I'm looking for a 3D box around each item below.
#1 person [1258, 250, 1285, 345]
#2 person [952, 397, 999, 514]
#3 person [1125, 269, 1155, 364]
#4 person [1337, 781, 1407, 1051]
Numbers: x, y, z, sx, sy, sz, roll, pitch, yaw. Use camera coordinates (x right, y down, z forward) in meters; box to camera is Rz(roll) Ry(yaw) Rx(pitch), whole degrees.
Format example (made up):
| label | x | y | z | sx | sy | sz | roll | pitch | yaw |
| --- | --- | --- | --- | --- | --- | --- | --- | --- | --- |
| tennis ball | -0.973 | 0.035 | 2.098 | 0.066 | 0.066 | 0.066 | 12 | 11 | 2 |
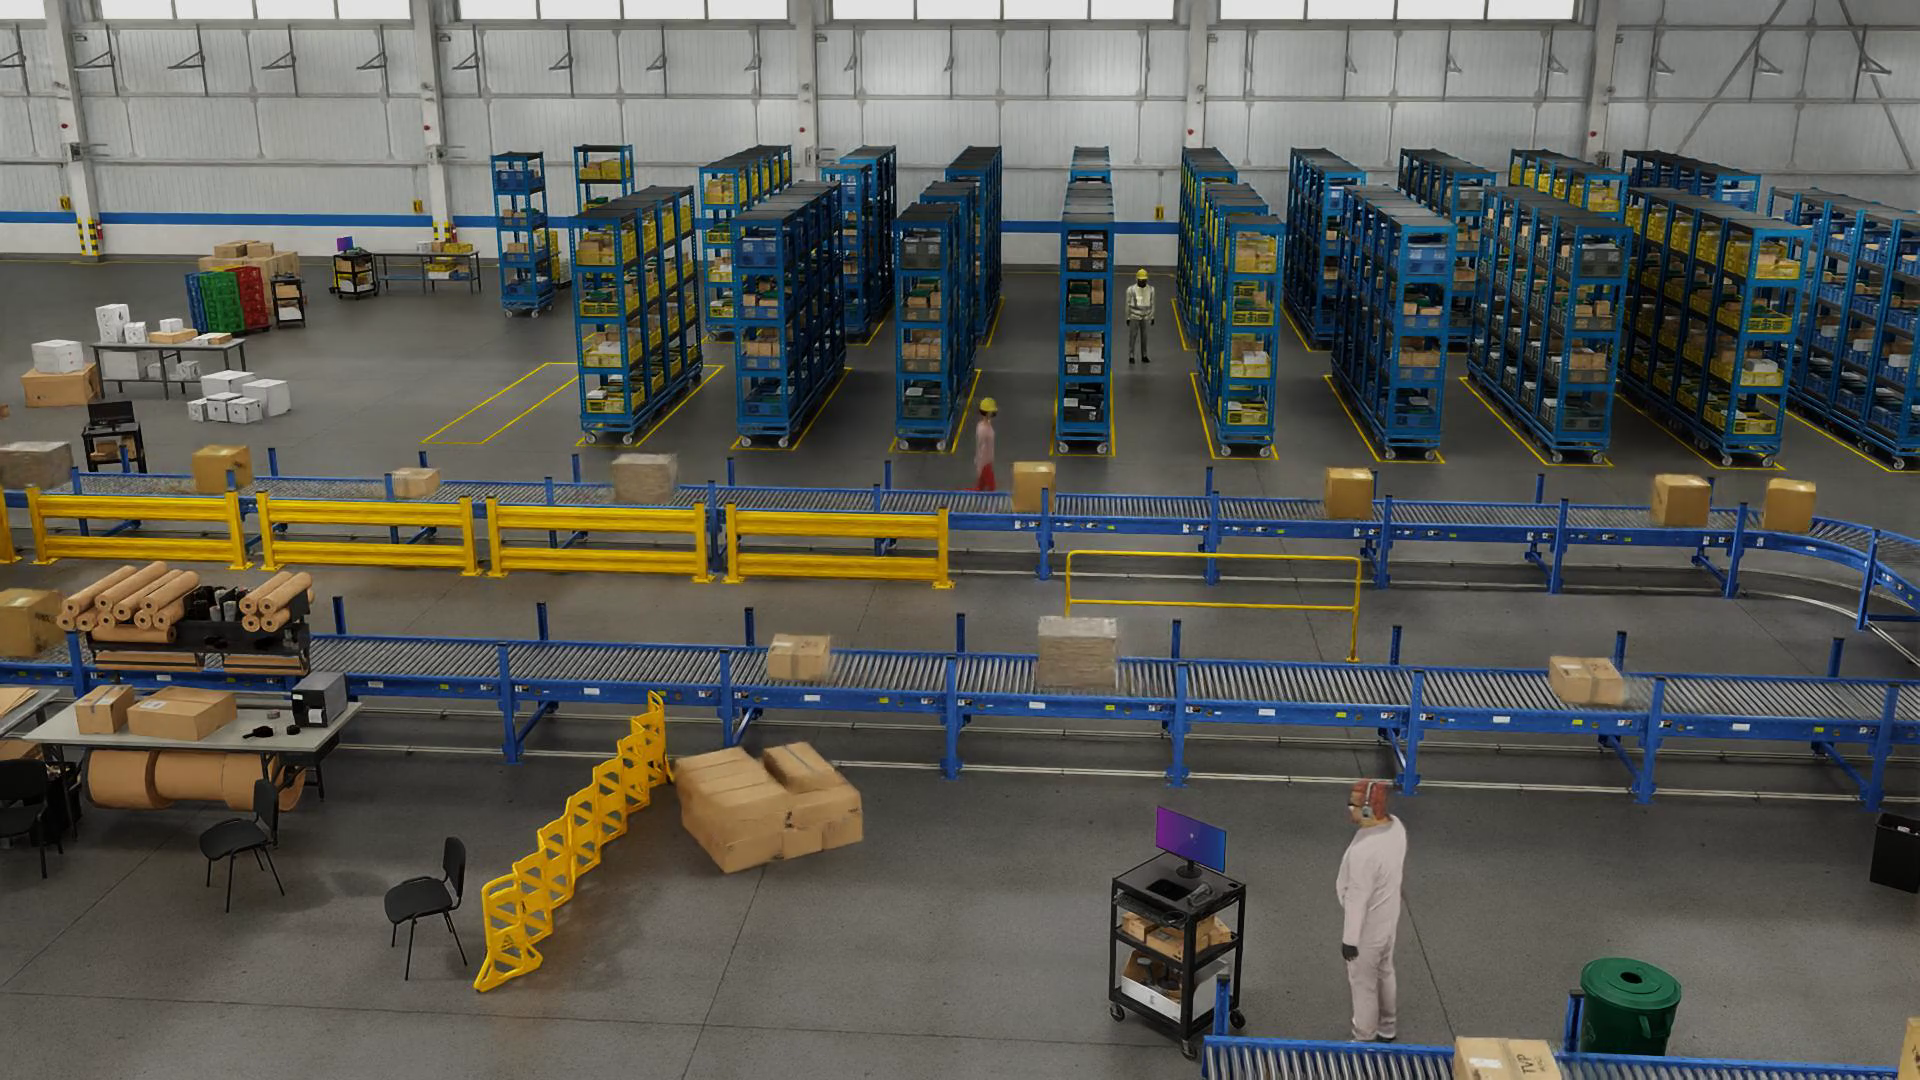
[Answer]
| label | x | y | z | sx | sy | sz | roll | pitch | yaw |
| --- | --- | --- | --- | --- | --- | --- | --- | --- | --- |
| person | 6.364 | -5.015 | 34.243 | 0.606 | 1.978 | 0.474 | 6 | 19 | 19 |
| person | 0.268 | -1.045 | 22.016 | 0.735 | 1.743 | 0.527 | 2 | 18 | 5 |
| person | 3.513 | -4.354 | 32.375 | 0.600 | 1.832 | 0.404 | -4 | 18 | -14 |
| person | 2.618 | 2.440 | 10.737 | 0.408 | 1.895 | 0.659 | 12 | 21 | 33 |
